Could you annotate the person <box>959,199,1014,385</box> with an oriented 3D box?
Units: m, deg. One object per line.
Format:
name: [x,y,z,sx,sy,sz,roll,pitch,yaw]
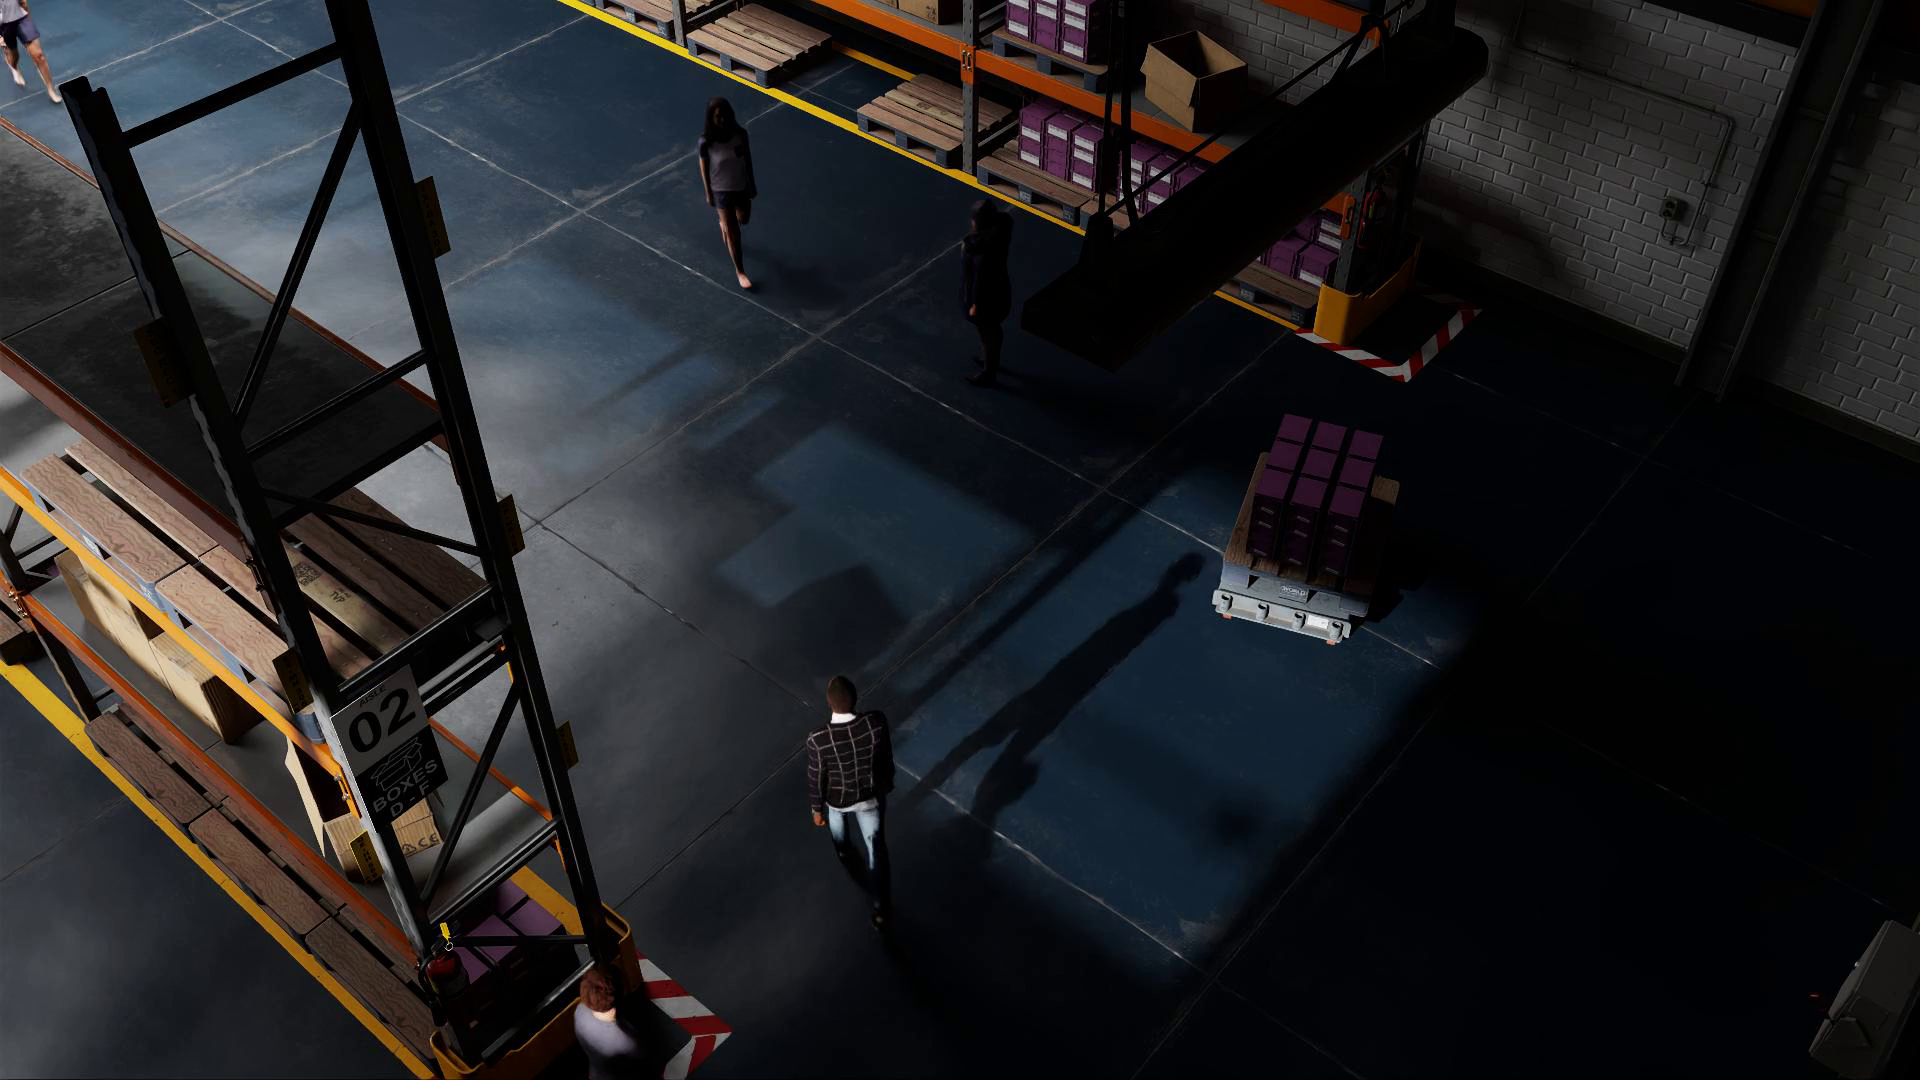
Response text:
person: [0.218,-1.959,13.077,0.780,1.673,0.770,10,45,11]

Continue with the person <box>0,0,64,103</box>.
person: [-9.433,-5.125,16.498,0.670,1.539,1.013,-30,51,-28]

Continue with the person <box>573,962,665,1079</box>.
person: [-1.732,2.713,8.199,0.644,1.636,0.702,34,53,31]

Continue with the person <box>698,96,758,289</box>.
person: [-1.983,-3.047,14.212,0.811,1.683,1.097,-23,48,-22]

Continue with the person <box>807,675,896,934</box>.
person: [-0.575,1.485,9.381,1.115,1.785,1.272,-9,44,-10]
